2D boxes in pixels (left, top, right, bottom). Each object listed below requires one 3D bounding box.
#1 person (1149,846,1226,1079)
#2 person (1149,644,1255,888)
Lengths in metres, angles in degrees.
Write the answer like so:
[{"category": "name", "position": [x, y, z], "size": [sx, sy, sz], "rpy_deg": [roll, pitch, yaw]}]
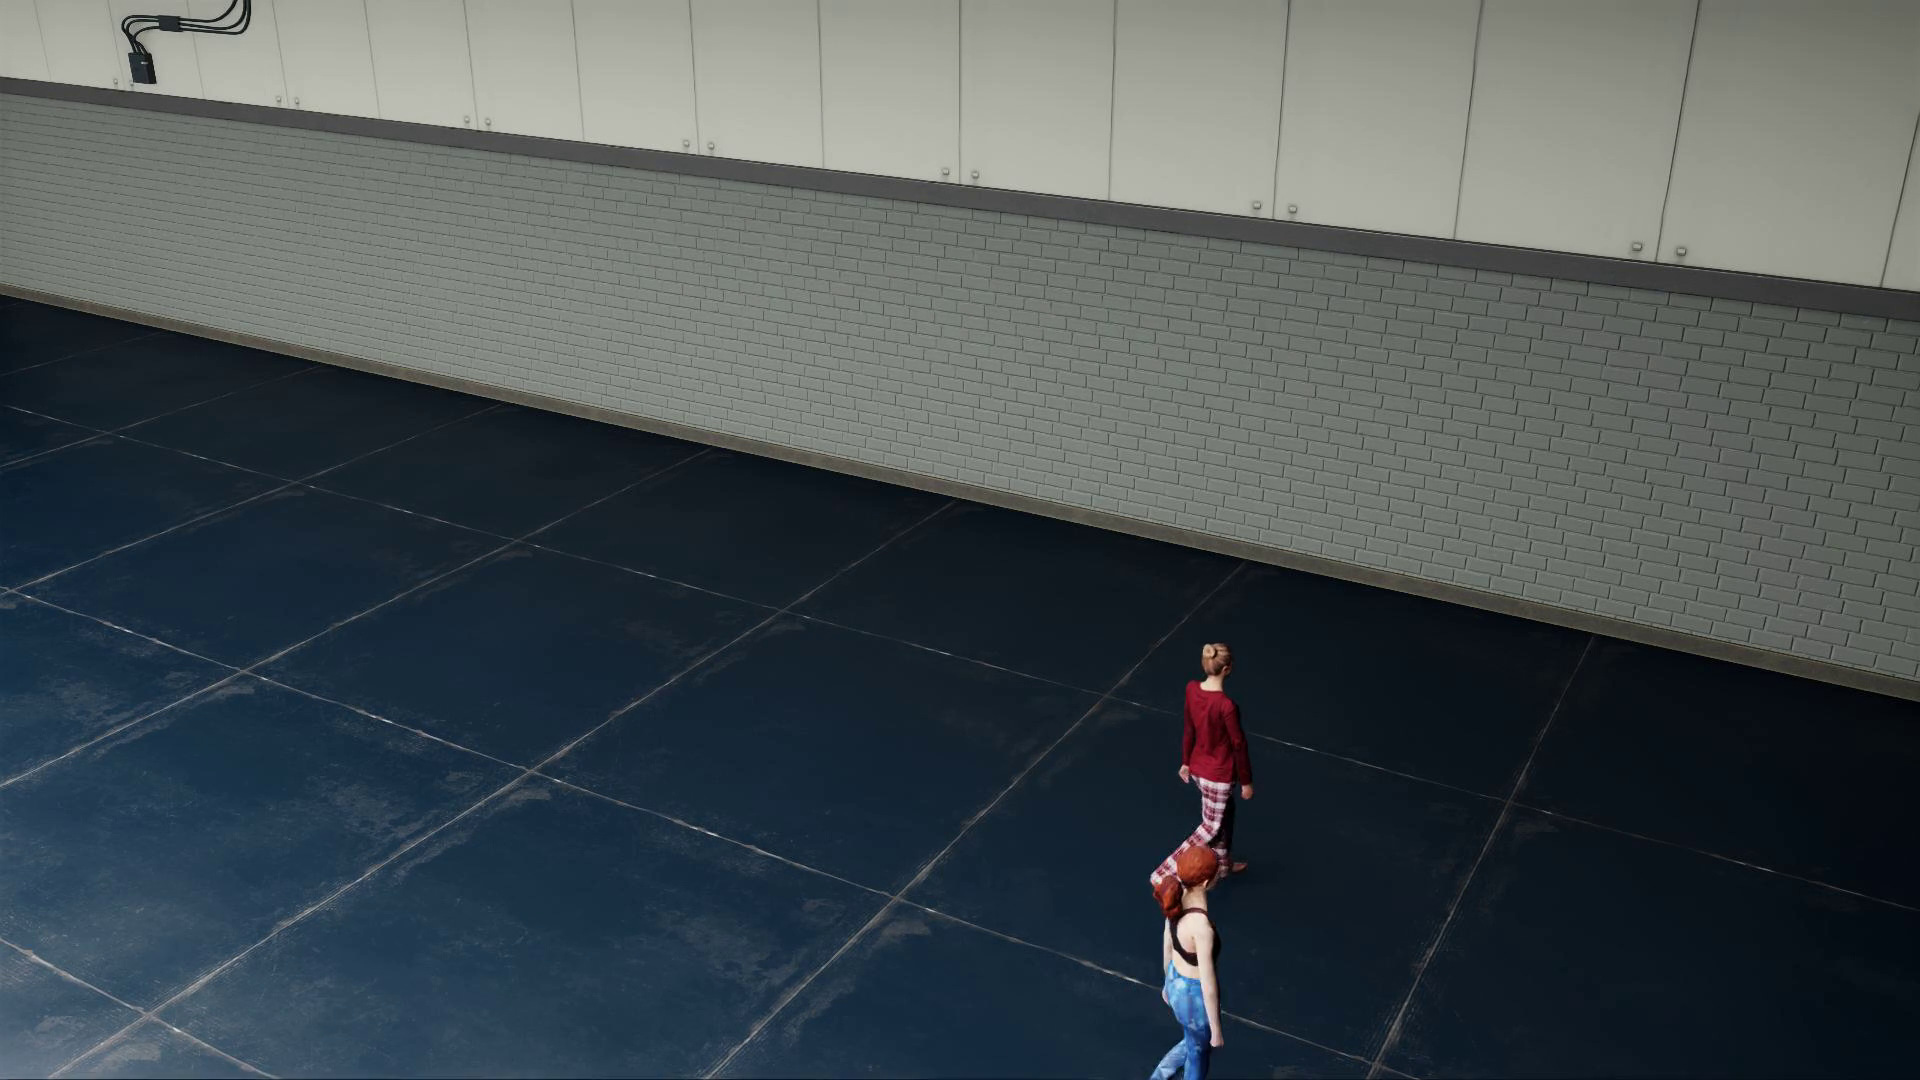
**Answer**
[{"category": "person", "position": [1.013, 2.225, 7.855], "size": [0.855, 1.775, 0.797], "rpy_deg": [-6, 24, -14]}, {"category": "person", "position": [1.458, 1.410, 9.910], "size": [1.111, 1.668, 0.948], "rpy_deg": [-12, 26, -25]}]
